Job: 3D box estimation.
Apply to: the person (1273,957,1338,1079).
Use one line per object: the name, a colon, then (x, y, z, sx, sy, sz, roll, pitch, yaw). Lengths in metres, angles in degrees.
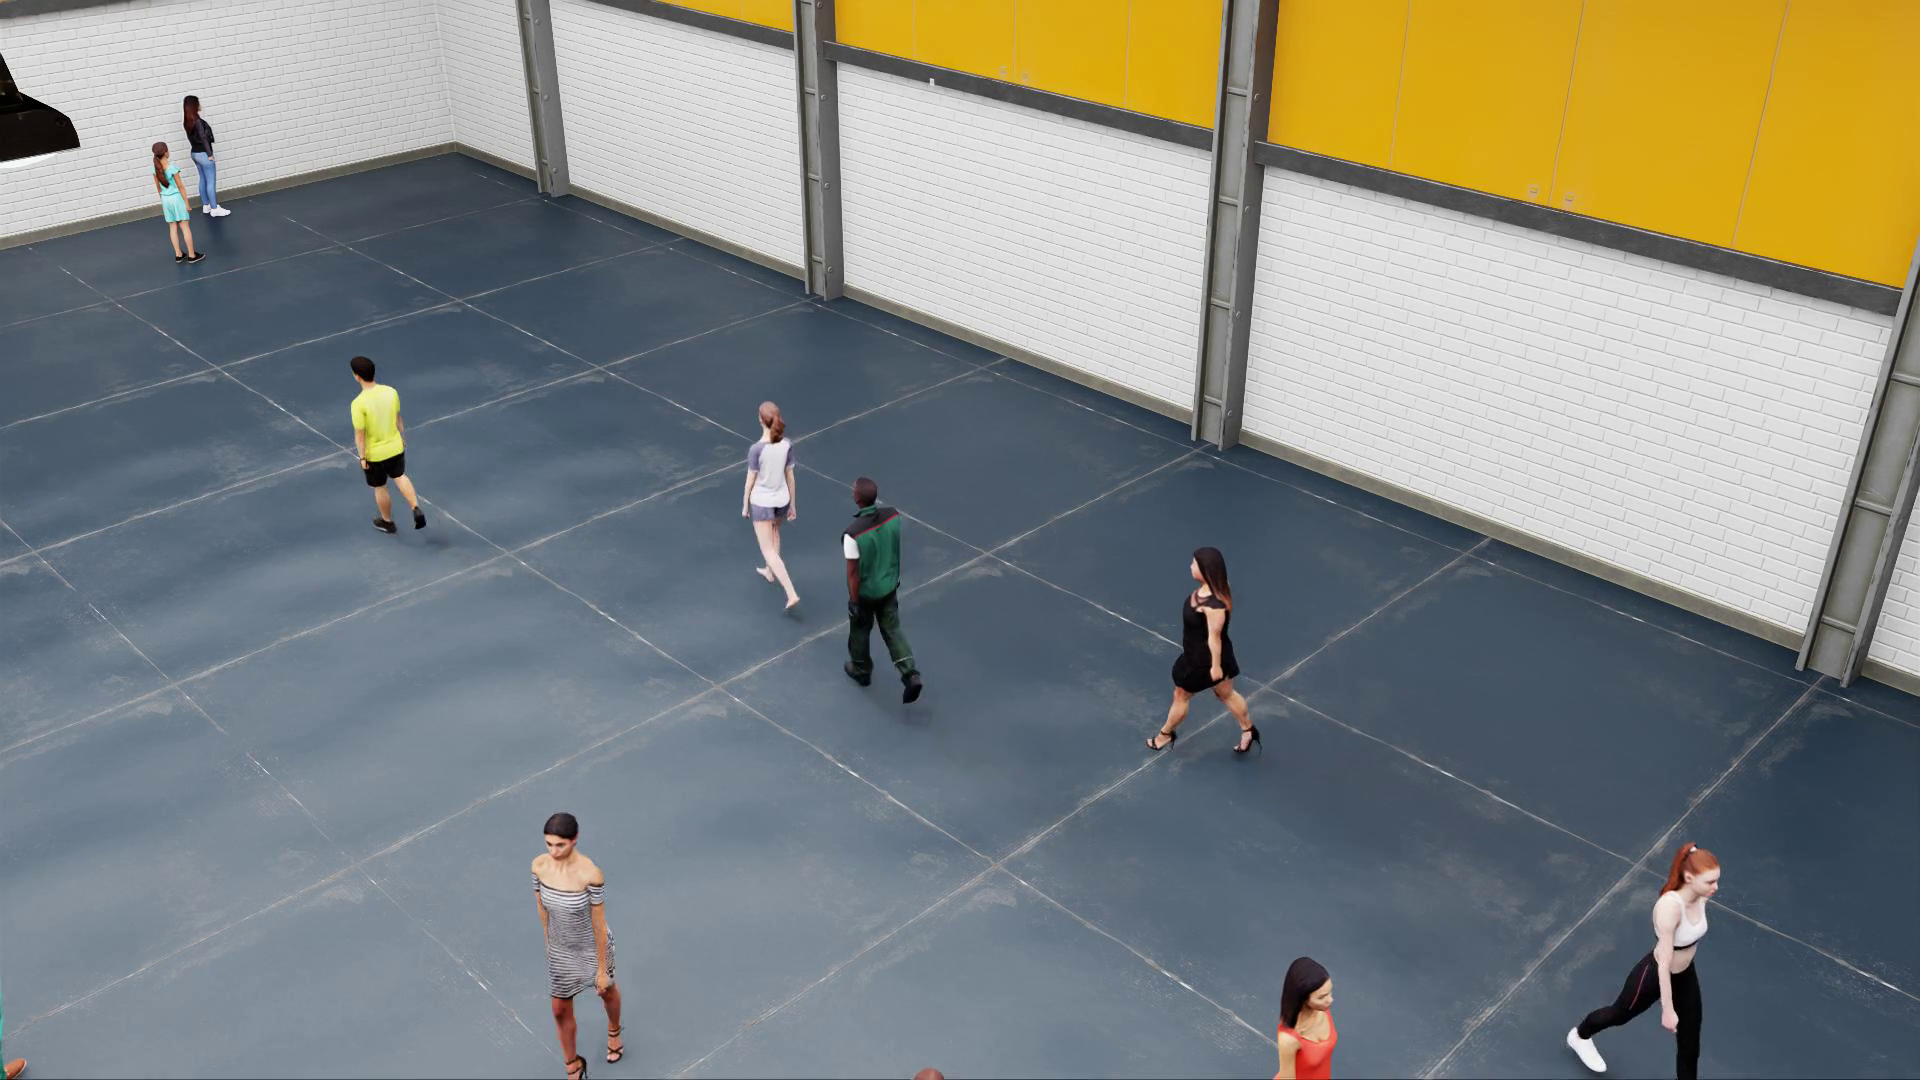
person: (1.639, 2.735, 8.129, 0.617, 1.719, 0.643, 15, 32, 25)

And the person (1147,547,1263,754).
person: (1.833, 0.840, 11.653, 1.164, 1.672, 1.004, 7, 29, 12)

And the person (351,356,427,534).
person: (-5.038, -0.808, 14.643, 0.856, 1.701, 0.662, 22, 36, 35)

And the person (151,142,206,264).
person: (-10.033, -4.315, 21.222, 0.637, 1.558, 0.710, 4, 29, 8)

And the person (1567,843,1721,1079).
person: (3.665, 2.330, 8.903, 0.792, 1.690, 1.252, -16, 33, -27)

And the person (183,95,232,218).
person: (-10.460, -5.317, 22.982, 0.471, 1.633, 0.692, 26, 38, 38)

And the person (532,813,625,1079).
person: (-2.017, 2.173, 9.074, 0.849, 1.802, 0.884, 5, 29, 9)

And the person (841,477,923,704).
person: (-0.580, 0.403, 12.306, 0.775, 1.814, 1.132, -21, 35, -33)

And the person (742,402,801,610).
person: (-1.517, -0.256, 13.597, 0.689, 1.735, 1.122, -20, 34, -32)
